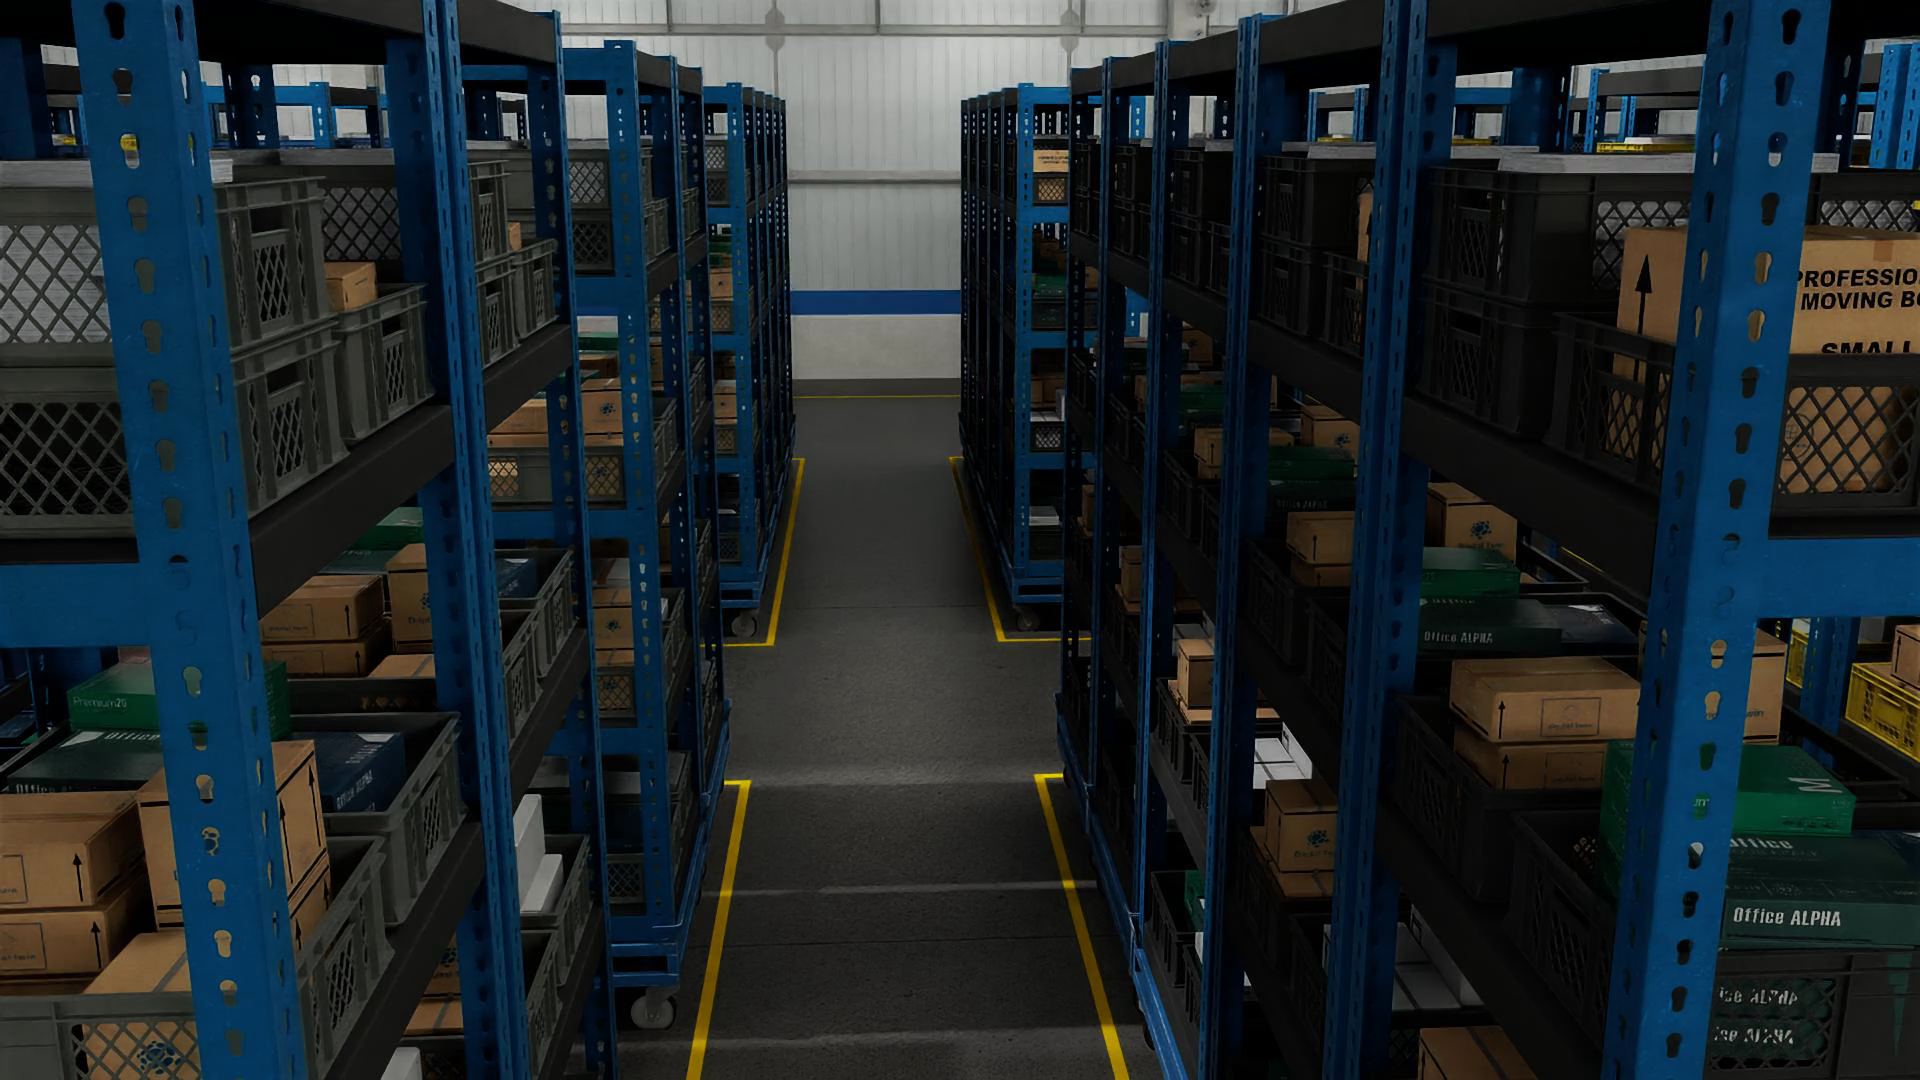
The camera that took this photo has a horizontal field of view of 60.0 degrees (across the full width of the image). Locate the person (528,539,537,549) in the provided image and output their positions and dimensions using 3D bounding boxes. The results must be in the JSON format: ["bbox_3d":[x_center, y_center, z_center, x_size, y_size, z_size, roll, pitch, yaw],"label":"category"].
[{"bbox_3d":[-2.638,-0.199,10.472,0.415,1.985,0.611,-1,14,-3],"label":"person"}]
